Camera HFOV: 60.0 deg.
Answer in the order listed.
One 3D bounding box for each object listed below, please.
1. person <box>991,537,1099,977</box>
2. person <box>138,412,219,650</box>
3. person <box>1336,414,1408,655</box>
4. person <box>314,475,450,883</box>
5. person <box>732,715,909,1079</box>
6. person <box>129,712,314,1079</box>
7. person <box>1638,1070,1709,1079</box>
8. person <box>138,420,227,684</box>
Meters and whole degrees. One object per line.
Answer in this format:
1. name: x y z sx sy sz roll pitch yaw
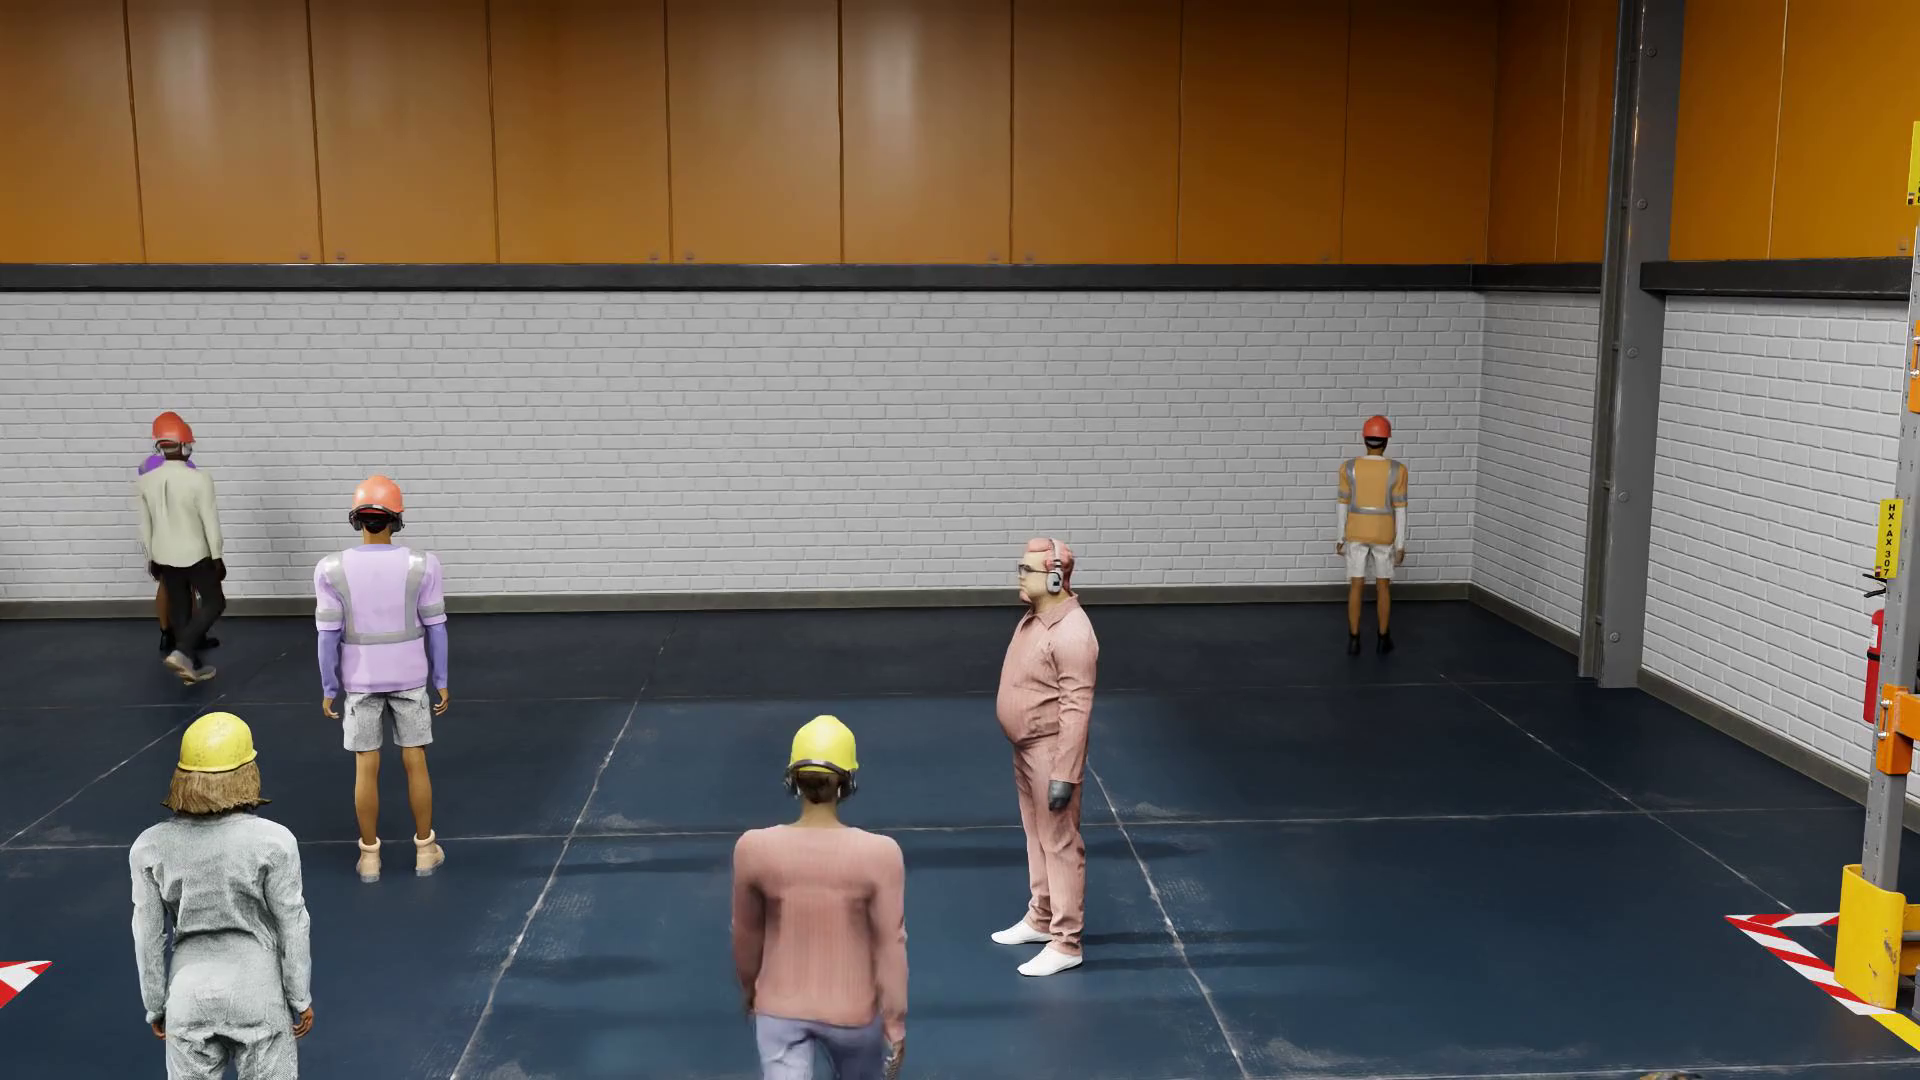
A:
1. person: 0.361 0.932 7.272 0.409 1.913 0.638 -2 9 -14
2. person: -6.326 -0.066 13.439 0.545 1.942 0.353 3 10 18
3. person: 3.293 -0.039 13.305 0.552 1.934 0.370 3 10 19
4. person: -2.888 0.692 8.361 0.616 2.041 0.383 -3 9 -16
5. person: -0.414 1.376 5.056 0.545 1.722 0.859 0 9 3
6. person: -2.200 1.375 5.017 0.492 1.742 0.321 -1 9 -6
7. person: 1.137 1.734 2.561 0.515 1.811 0.812 0 9 0
8. person: -5.711 0.109 12.199 0.640 1.979 0.573 2 9 10
